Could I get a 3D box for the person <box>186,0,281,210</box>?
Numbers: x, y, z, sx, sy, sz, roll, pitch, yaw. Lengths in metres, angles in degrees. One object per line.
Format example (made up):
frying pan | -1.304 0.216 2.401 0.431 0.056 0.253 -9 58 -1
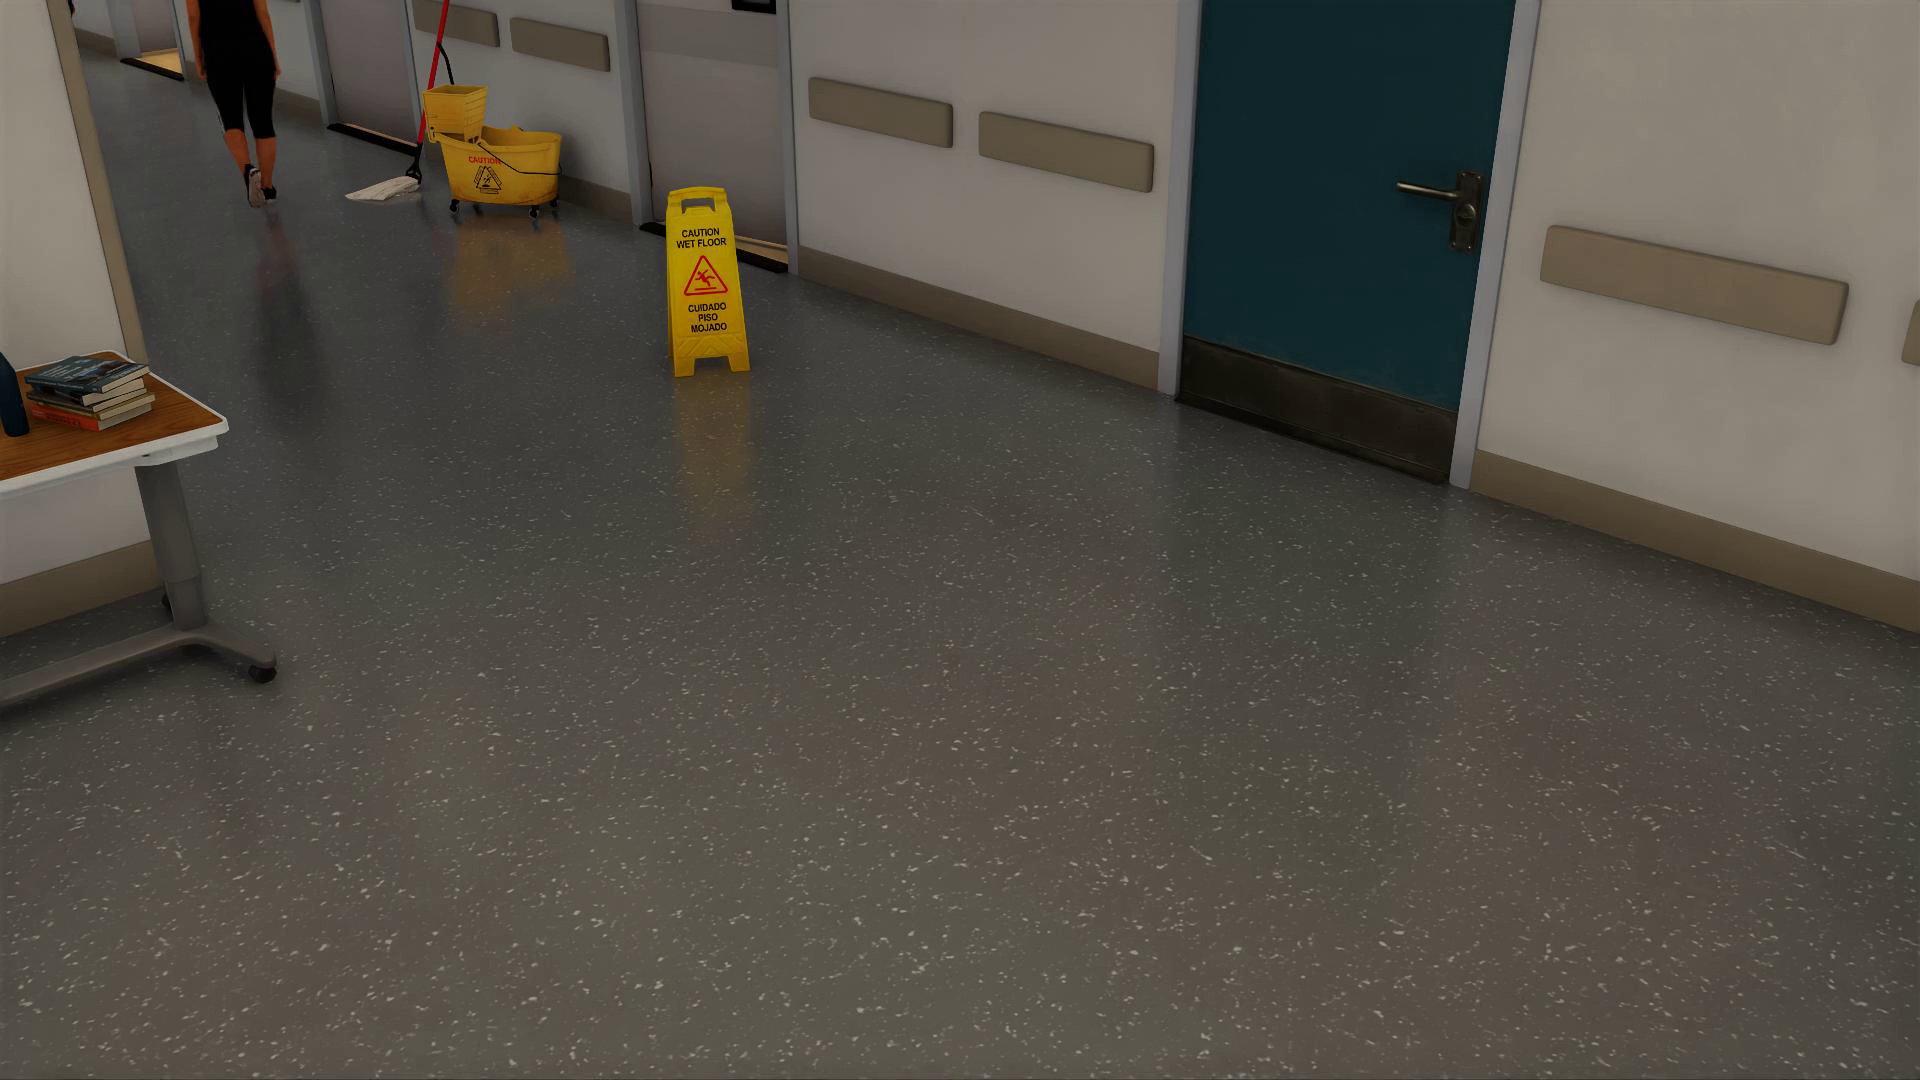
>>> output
person | -3.939 -2.614 9.078 0.773 1.650 1.017 -12 28 -24
